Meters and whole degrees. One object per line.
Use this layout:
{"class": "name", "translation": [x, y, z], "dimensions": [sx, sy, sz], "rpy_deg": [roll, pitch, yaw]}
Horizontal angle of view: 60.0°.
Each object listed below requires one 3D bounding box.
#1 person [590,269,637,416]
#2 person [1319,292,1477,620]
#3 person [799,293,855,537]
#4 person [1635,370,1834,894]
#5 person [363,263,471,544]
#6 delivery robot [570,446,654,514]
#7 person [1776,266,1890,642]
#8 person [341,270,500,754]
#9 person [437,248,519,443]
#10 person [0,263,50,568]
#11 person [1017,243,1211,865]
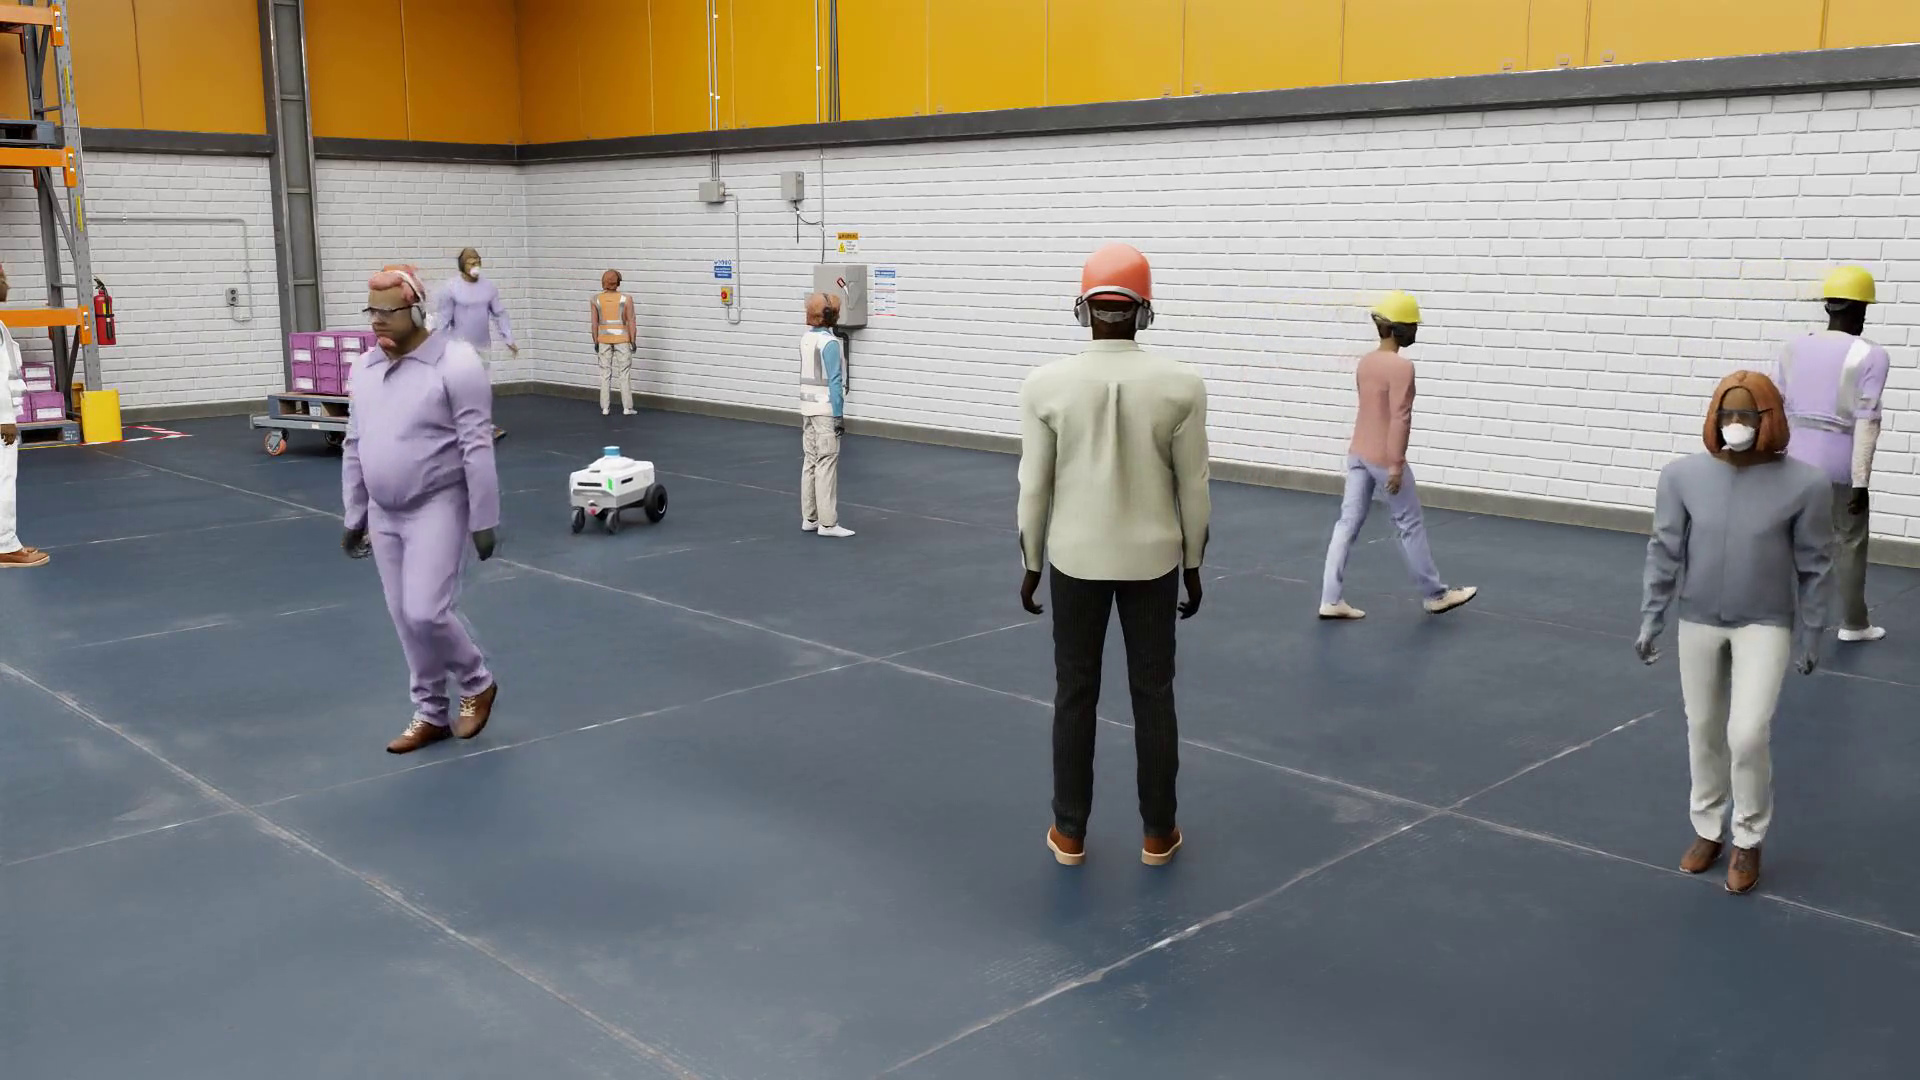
{"class": "person", "translation": [-3.877, -2.205, 18.662], "dimensions": [0.513, 1.641, 0.307], "rpy_deg": [1, 10, 4]}
{"class": "person", "translation": [2.297, -0.430, 8.732], "dimensions": [0.882, 1.718, 0.550], "rpy_deg": [-3, 11, -16]}
{"class": "person", "translation": [-0.920, -0.837, 11.211], "dimensions": [0.307, 1.637, 0.525], "rpy_deg": [-6, 12, -28]}
{"class": "person", "translation": [2.381, 0.288, 5.142], "dimensions": [0.507, 1.618, 0.496], "rpy_deg": [9, 14, 40]}
{"class": "person", "translation": [-3.585, -0.906, 11.037], "dimensions": [0.588, 1.851, 0.932], "rpy_deg": [9, 13, 39]}
{"class": "delivery robot", "translation": [-2.412, -0.407, 11.559], "dimensions": [0.477, 0.478, 0.707], "rpy_deg": [3, 11, 15]}
{"class": "person", "translation": [4.186, -0.389, 8.102], "dimensions": [0.979, 1.883, 0.604], "rpy_deg": [-5, 12, -26]}
{"class": "person", "translation": [-2.132, -0.095, 6.470], "dimensions": [0.650, 1.887, 0.421], "rpy_deg": [5, 12, 26]}
{"class": "person", "translation": [-4.677, -1.871, 16.167], "dimensions": [1.018, 1.886, 0.647], "rpy_deg": [8, 13, 38]}
{"class": "person", "translation": [-5.889, -0.771, 10.178], "dimensions": [0.343, 1.881, 0.585], "rpy_deg": [-9, 13, -39]}
{"class": "person", "translation": [0.489, 0.062, 5.326], "dimensions": [0.611, 1.996, 0.379], "rpy_deg": [1, 10, 4]}
